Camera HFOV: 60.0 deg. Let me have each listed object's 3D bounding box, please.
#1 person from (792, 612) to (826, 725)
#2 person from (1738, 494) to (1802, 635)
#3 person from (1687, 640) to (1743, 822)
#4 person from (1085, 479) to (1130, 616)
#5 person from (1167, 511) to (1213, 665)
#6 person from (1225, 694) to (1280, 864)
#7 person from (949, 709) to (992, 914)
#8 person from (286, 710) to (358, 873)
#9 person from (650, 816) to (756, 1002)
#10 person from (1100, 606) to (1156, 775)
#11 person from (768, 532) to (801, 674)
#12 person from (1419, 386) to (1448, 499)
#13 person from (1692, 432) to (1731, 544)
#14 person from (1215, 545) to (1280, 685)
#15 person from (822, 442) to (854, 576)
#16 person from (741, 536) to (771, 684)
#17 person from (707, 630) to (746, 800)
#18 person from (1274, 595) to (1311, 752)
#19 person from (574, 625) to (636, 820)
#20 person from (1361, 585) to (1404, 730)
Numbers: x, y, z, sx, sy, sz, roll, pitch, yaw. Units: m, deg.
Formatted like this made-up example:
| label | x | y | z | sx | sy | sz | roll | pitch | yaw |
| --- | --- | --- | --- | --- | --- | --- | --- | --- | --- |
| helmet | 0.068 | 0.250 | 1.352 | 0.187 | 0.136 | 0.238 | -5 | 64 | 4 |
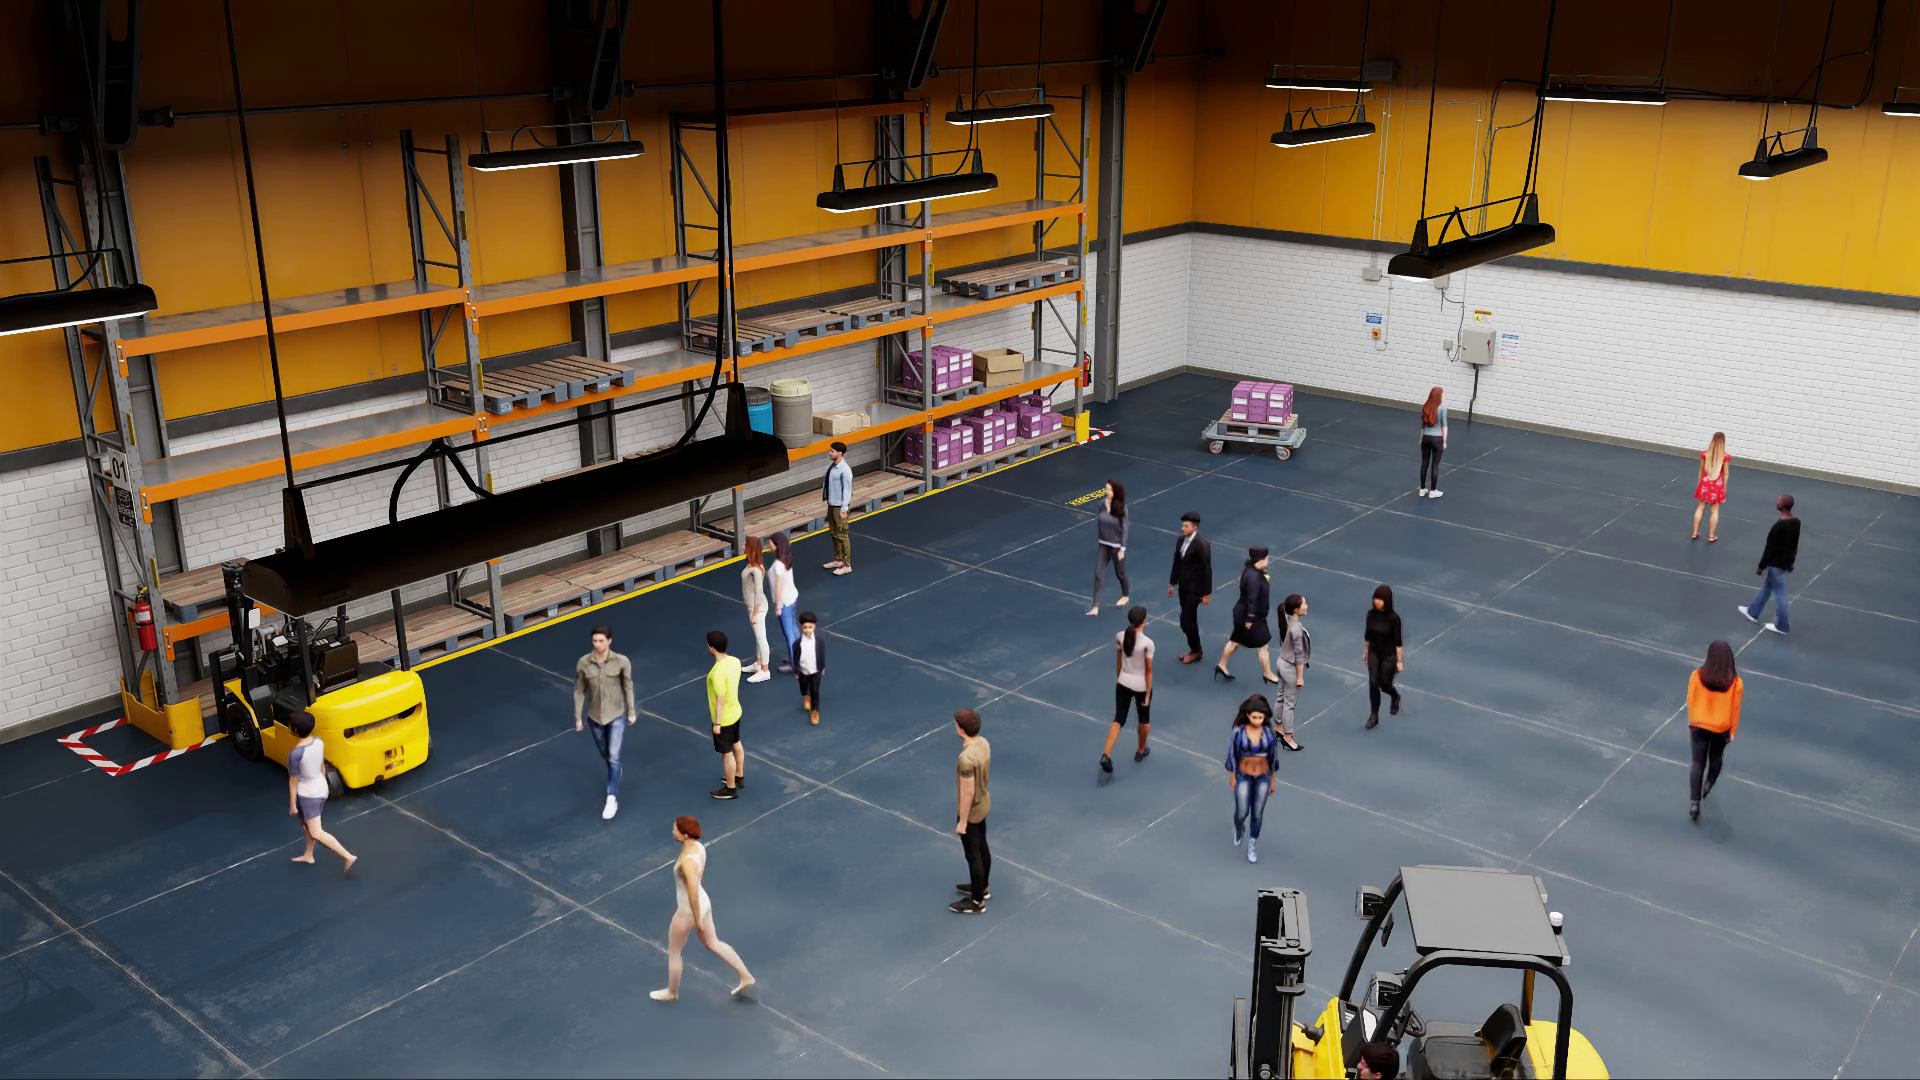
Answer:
| label | x | y | z | sx | sy | sz | roll | pitch | yaw |
| --- | --- | --- | --- | --- | --- | --- | --- | --- | --- |
| person | -1.637 | 1.341 | 18.007 | 0.822 | 1.211 | 0.883 | -1 | 19 | -4 |
| person | 10.057 | 0.319 | 20.232 | 0.971 | 1.726 | 0.846 | -12 | 22 | -32 |
| person | 7.111 | 1.831 | 15.762 | 0.816 | 1.714 | 1.105 | 10 | 21 | 26 |
| person | 1.967 | 0.078 | 20.954 | 0.685 | 1.723 | 1.101 | 13 | 23 | 34 |
| person | 2.784 | 0.546 | 19.353 | 0.816 | 1.858 | 0.833 | -7 | 20 | -21 |
| person | 2.637 | 2.132 | 15.034 | 0.763 | 1.609 | 0.815 | 0 | 19 | 1 |
| person | 0.117 | 2.293 | 14.179 | 0.799 | 1.850 | 0.655 | 5 | 19 | 15 |
| person | -5.710 | 2.260 | 14.769 | 0.896 | 1.535 | 0.995 | 4 | 19 | 13 |
| person | -1.970 | 2.868 | 12.846 | 0.987 | 1.610 | 1.045 | 2 | 19 | 6 |
| person | 1.681 | 1.529 | 16.660 | 0.715 | 1.714 | 1.153 | 11 | 22 | 30 |
| person | -1.985 | 0.724 | 19.109 | 0.779 | 1.675 | 0.679 | 2 | 19 | 7 |
| person | 7.293 | -1.518 | 25.662 | 0.587 | 1.742 | 0.549 | 17 | 25 | 41 |
| person | 10.691 | -0.764 | 23.664 | 0.564 | 1.590 | 0.529 | 16 | 24 | 38 |
| person | 3.191 | 0.867 | 18.757 | 1.088 | 1.629 | 1.097 | 2 | 19 | 7 |
| person | -1.632 | -0.449 | 22.380 | 0.699 | 1.812 | 0.749 | -10 | 21 | -28 |
| person | -2.308 | 0.763 | 18.934 | 0.726 | 1.713 | 0.688 | -4 | 19 | -13 |
| person | -2.277 | 1.682 | 16.218 | 0.751 | 1.706 | 0.605 | 5 | 19 | 14 |
| person | 3.418 | 1.353 | 17.237 | 0.774 | 1.678 | 0.728 | -4 | 19 | -10 |
| person | -3.393 | 1.663 | 16.065 | 1.157 | 1.839 | 1.280 | 1 | 19 | 2 |
| person | 4.541 | 1.222 | 17.719 | 0.785 | 1.620 | 0.605 | -17 | 25 | -40 |
